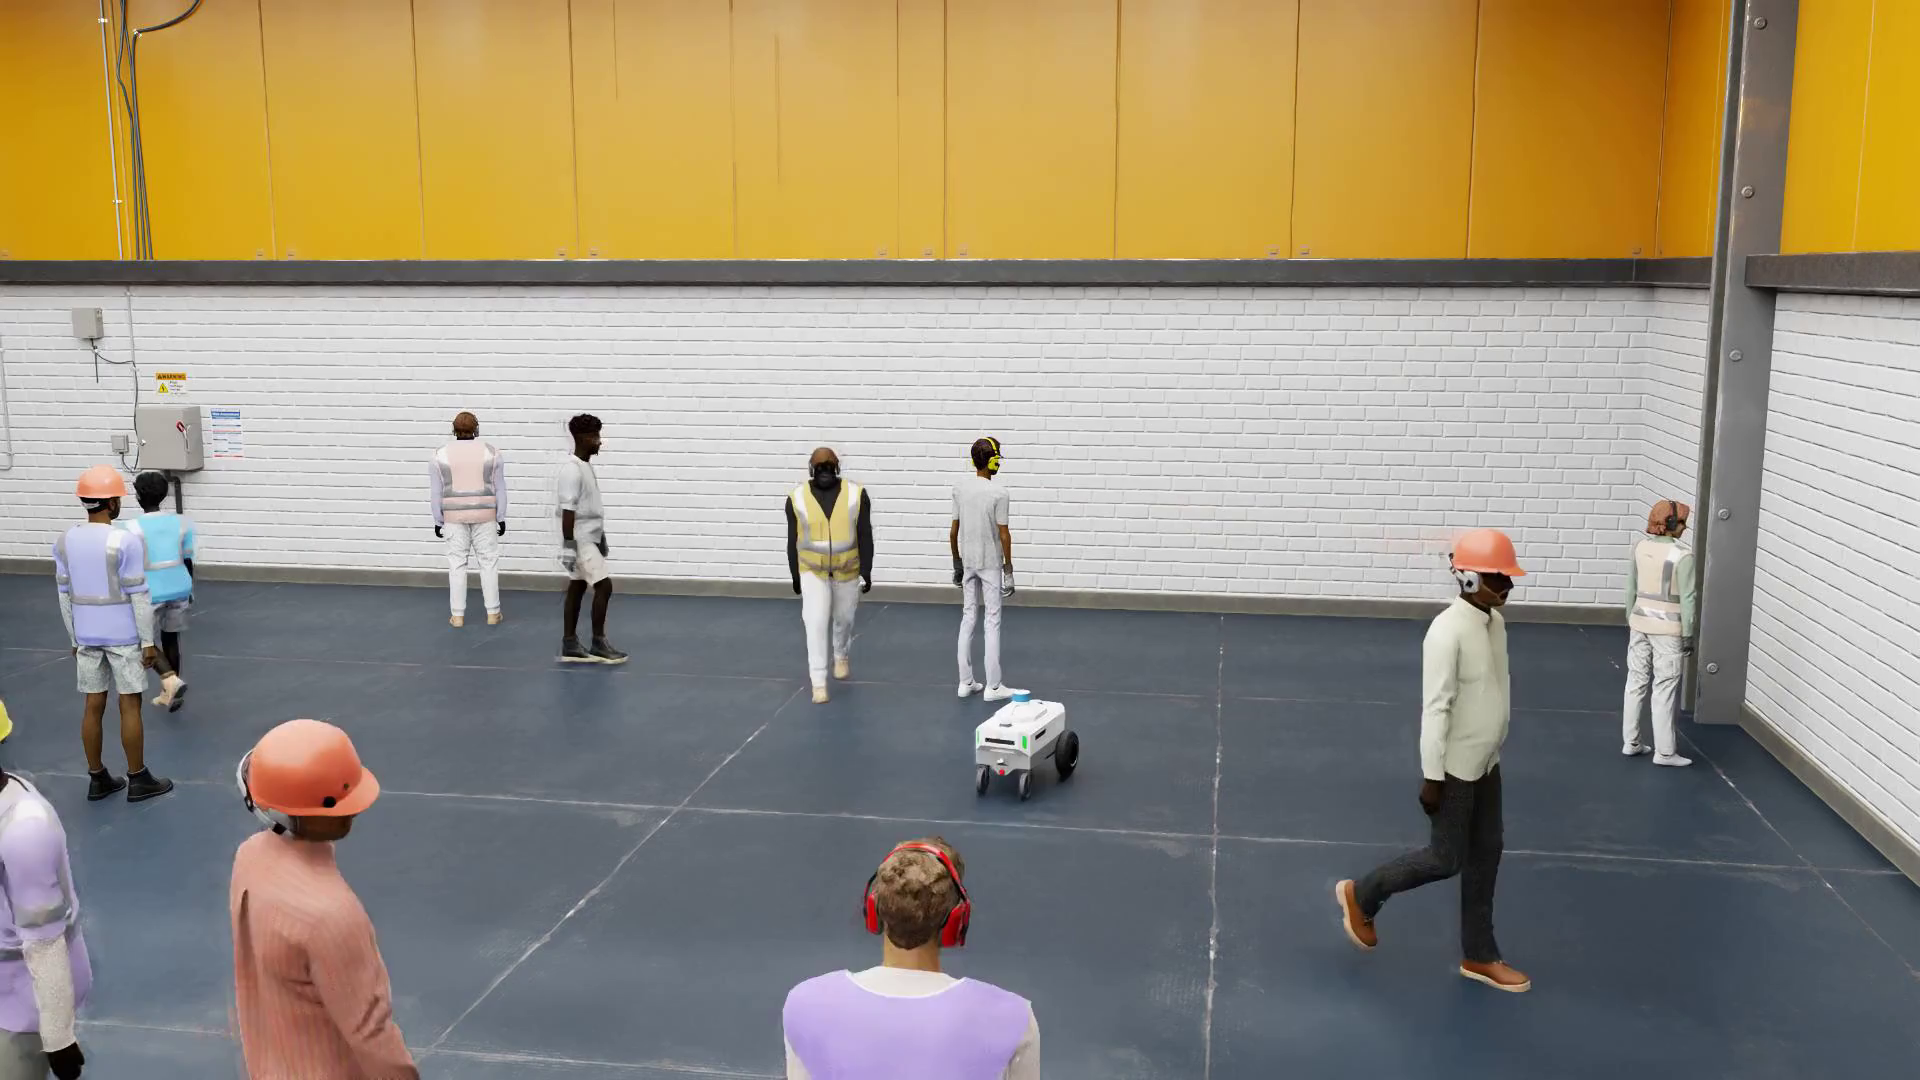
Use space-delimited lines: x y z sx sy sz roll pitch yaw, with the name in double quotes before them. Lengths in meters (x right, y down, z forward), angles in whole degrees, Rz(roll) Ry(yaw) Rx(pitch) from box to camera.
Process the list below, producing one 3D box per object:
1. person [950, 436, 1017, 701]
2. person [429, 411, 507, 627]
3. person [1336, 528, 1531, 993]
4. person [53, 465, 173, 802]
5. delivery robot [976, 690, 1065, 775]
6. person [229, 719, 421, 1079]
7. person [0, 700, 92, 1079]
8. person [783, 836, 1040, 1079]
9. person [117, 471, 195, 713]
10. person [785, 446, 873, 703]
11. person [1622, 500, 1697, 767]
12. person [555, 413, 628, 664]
"person" 0.164 0.201 11.785 0.535 1.868 0.309 7 11 36
"person" -4.187 -0.179 14.213 0.629 1.843 0.429 -3 10 -17
"person" 2.058 0.910 7.085 0.753 1.977 0.630 8 12 40
"person" -4.843 0.537 9.501 0.545 1.938 0.361 1 9 9
"delivery robot" 0.361 1.128 9.818 0.477 0.478 0.707 4 10 23
"person" -1.593 1.381 4.230 0.537 1.957 0.643 -8 12 -39
"person" -2.707 1.310 4.844 0.566 1.902 0.628 -7 12 -38
"person" -0.098 1.557 3.692 0.585 1.800 0.977 2 9 12
"person" -5.416 0.373 11.316 0.583 1.679 0.541 7 11 36
"person" -0.945 0.199 12.017 0.621 1.803 0.924 -1 9 -8
"person" 4.299 0.569 10.230 0.313 1.637 0.513 -4 10 -22
"person" -2.798 -0.003 12.796 0.690 1.943 0.643 -1 9 -4
